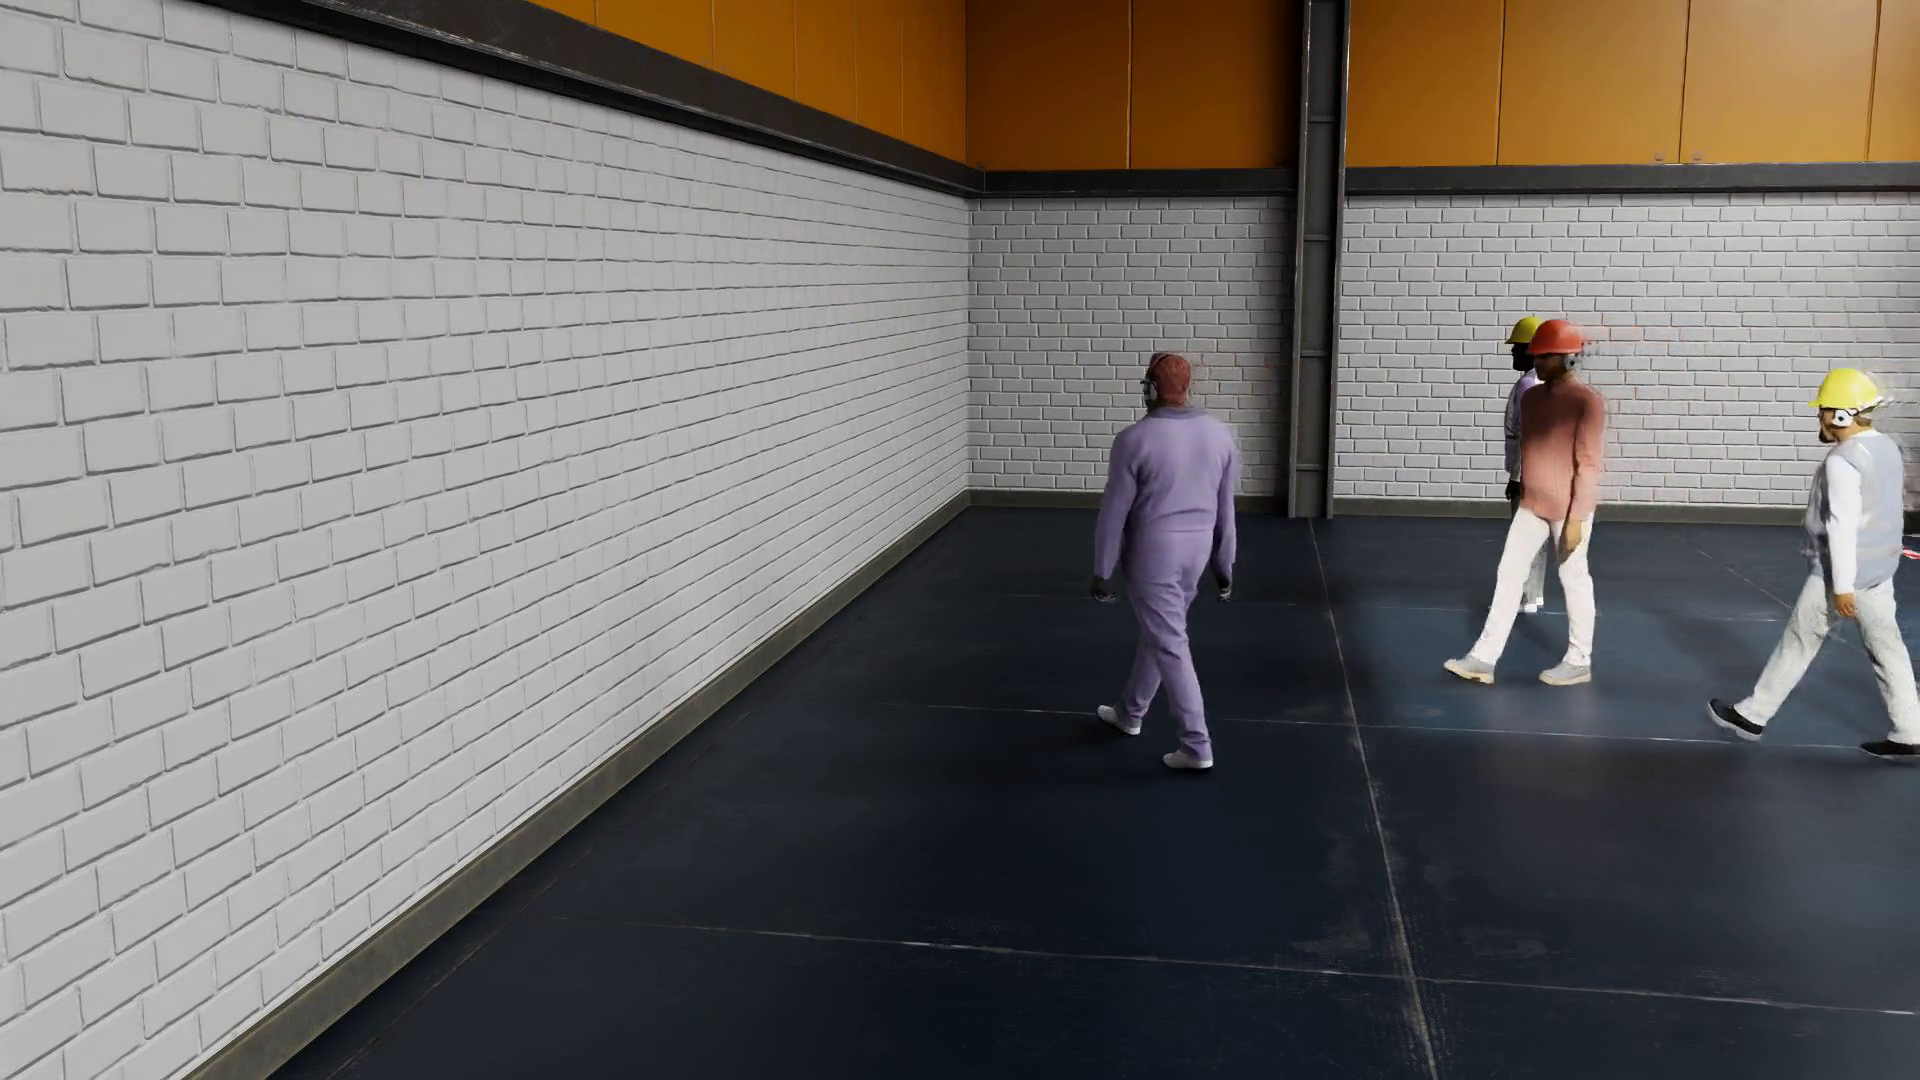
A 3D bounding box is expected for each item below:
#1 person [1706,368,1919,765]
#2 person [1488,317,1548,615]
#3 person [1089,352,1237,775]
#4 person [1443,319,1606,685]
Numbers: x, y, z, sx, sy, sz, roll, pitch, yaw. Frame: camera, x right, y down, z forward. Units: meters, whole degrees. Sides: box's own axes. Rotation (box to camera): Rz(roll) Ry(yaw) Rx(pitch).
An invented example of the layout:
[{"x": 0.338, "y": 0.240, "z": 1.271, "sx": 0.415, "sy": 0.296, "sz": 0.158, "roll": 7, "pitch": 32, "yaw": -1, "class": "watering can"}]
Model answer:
[{"x": 4.024, "y": 0.107, "z": 7.628, "sx": 0.608, "sy": 1.778, "sz": 0.945, "roll": -7, "pitch": 12, "yaw": -38, "class": "person"}, {"x": 3.678, "y": -0.480, "z": 10.811, "sx": 0.366, "sy": 1.926, "sz": 0.593, "roll": 6, "pitch": 11, "yaw": 31, "class": "person"}, {"x": 0.898, "y": 0.081, "z": 7.559, "sx": 0.664, "sy": 1.852, "sz": 0.986, "roll": -6, "pitch": 11, "yaw": -31, "class": "person"}, {"x": 3.023, "y": -0.169, "z": 8.761, "sx": 0.942, "sy": 1.957, "sz": 0.652, "roll": -4, "pitch": 10, "yaw": -22, "class": "person"}]
